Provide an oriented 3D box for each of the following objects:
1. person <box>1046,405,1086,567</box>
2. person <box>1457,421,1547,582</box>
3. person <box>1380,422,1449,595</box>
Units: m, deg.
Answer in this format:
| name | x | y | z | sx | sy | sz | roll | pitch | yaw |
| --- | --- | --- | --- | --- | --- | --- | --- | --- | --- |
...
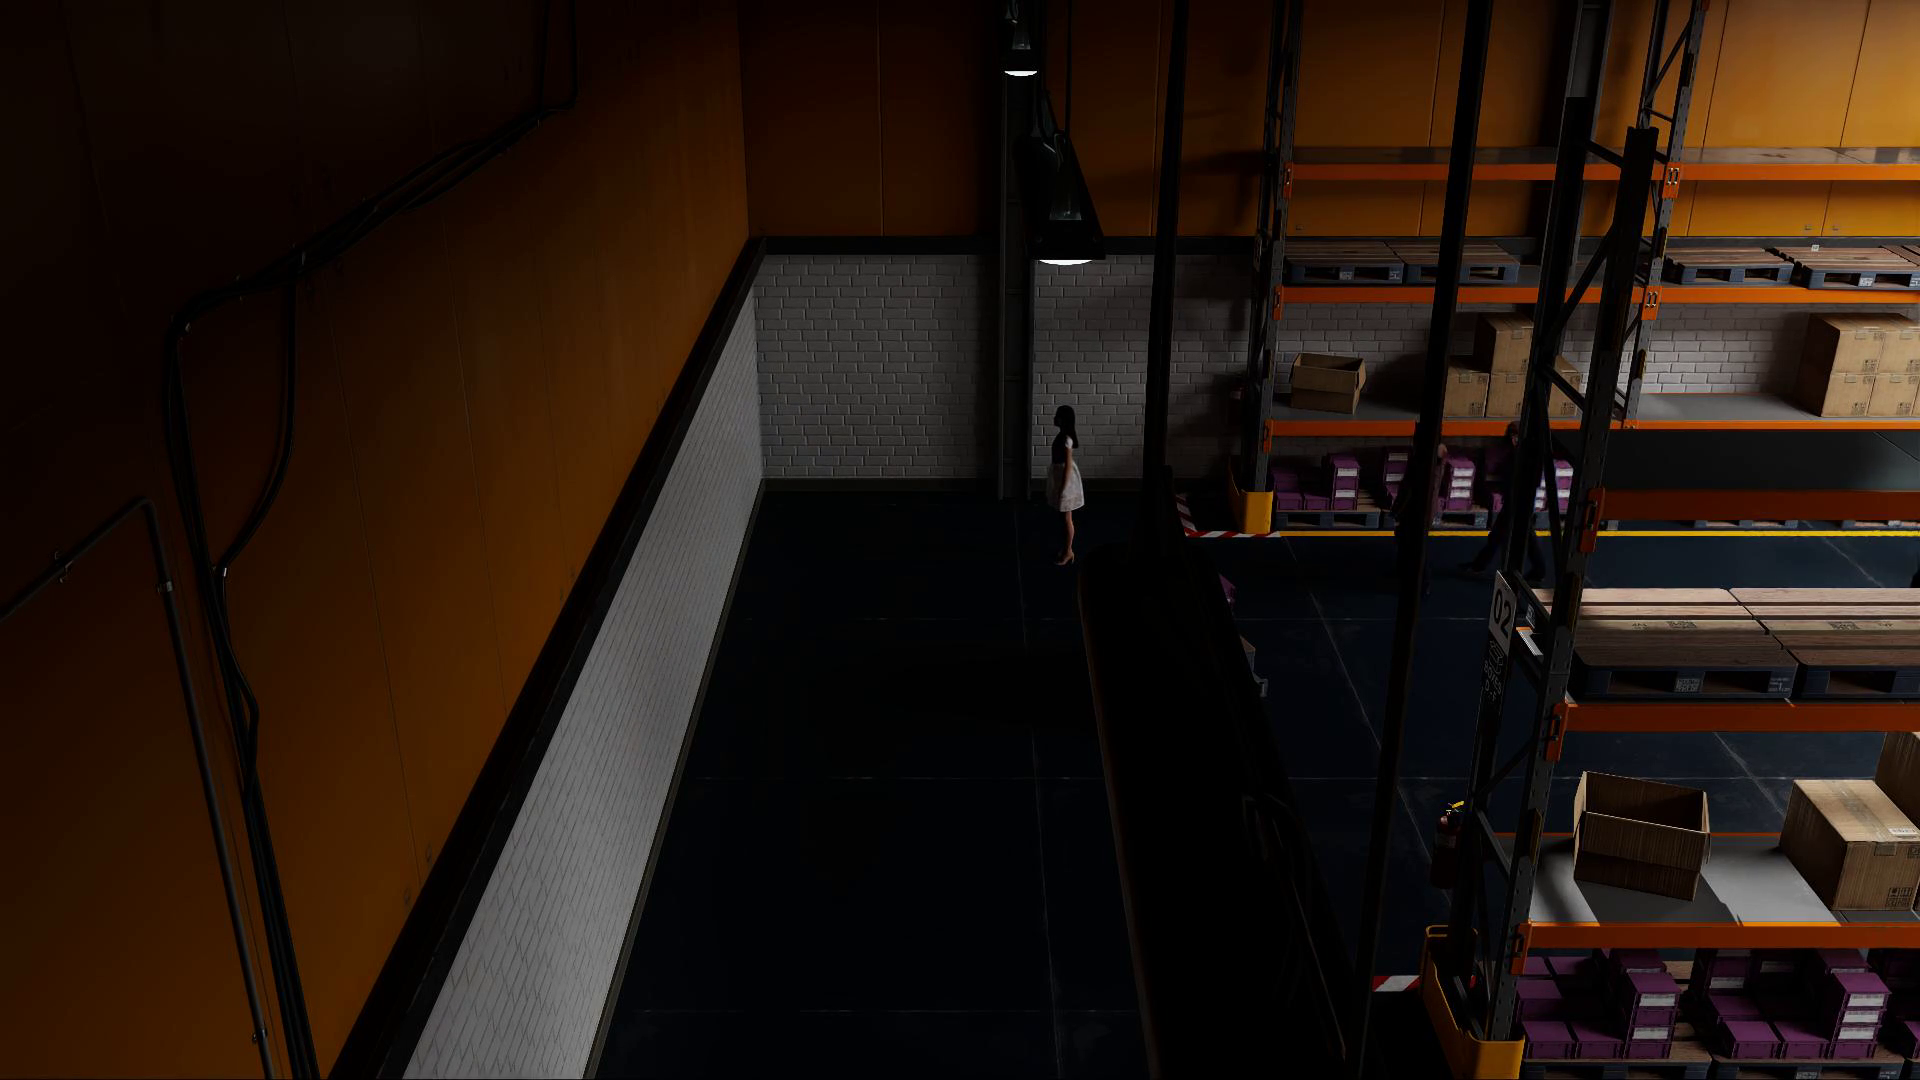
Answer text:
| name | x | y | z | sx | sy | sz | roll | pitch | yaw |
| --- | --- | --- | --- | --- | --- | --- | --- | --- | --- |
| person | 1.101 | -0.582 | 17.592 | 0.627 | 1.774 | 0.641 | 1 | 24 | 1 |
| person | 5.803 | -0.359 | 17.094 | 1.224 | 1.763 | 0.949 | 8 | 25 | 18 |
| person | 4.739 | -0.294 | 16.871 | 0.970 | 1.823 | 0.924 | 12 | 26 | 25 |
